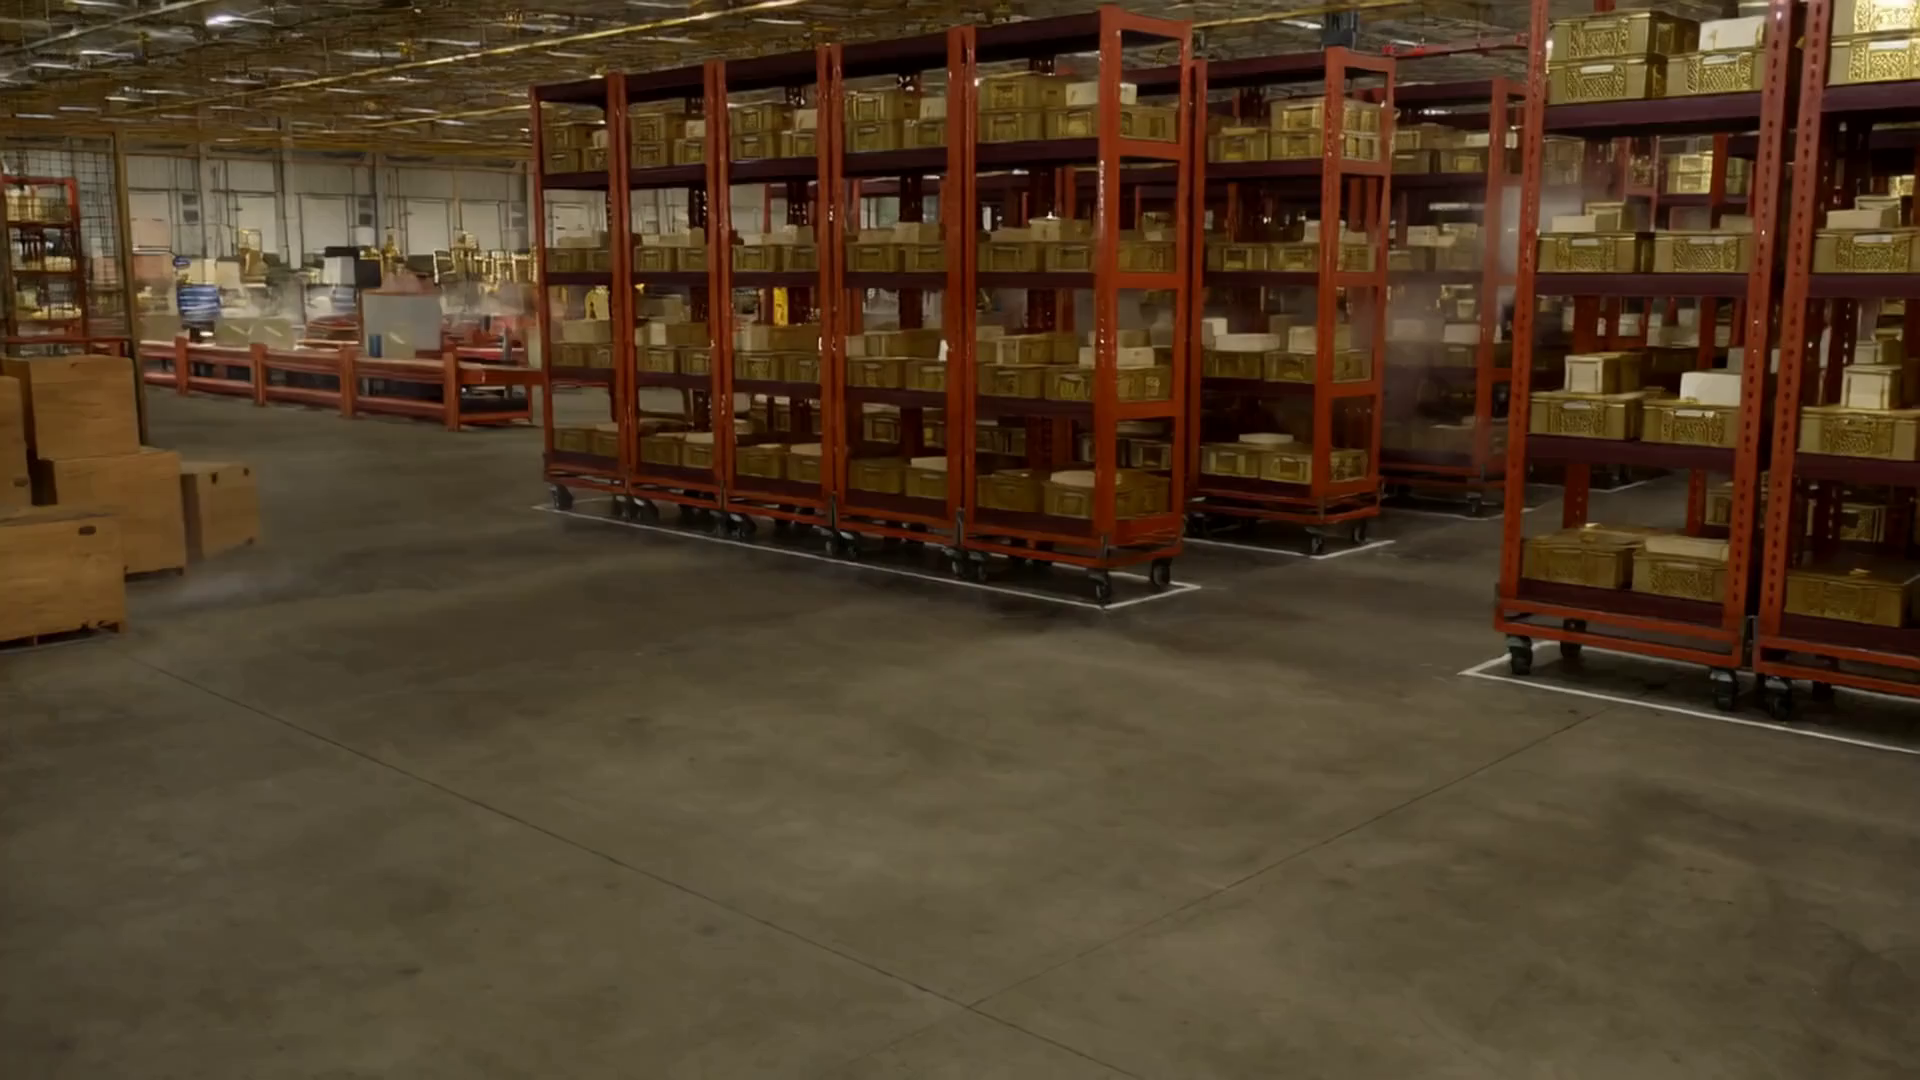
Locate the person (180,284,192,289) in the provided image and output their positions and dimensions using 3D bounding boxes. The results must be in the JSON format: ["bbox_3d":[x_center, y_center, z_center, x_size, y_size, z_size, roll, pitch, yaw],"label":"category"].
[{"bbox_3d":[-37.750,-12.103,81.095,0.586,1.917,0.381,1,9,7],"label":"person"}]

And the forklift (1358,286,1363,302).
[{"bbox_3d":[11.100,-7.017,46.970,1.873,2.768,1.129,9,13,43],"label":"forklift"}]

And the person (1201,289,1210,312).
[{"bbox_3d":[4.075,-3.265,27.482,0.531,1.733,0.838,9,13,43],"label":"person"}]

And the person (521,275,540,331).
[{"bbox_3d":[-11.015,-5.890,43.062,0.578,1.896,0.725,-9,13,-44],"label":"person"}]

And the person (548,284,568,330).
[{"bbox_3d":[-9.059,-5.074,37.616,0.607,2.044,0.372,7,11,35],"label":"person"}]

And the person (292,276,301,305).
[{"bbox_3d":[-23.776,-8.531,59.466,0.941,1.836,0.529,-4,10,-23],"label":"person"}]

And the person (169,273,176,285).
[{"bbox_3d":[-41.137,-12.993,86.788,0.566,1.839,0.784,9,13,44],"label":"person"}]

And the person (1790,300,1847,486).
[{"bbox_3d":[7.259,-1.157,14.272,0.780,1.817,0.593,-8,12,-39],"label":"person"}]

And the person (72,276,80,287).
[{"bbox_3d":[-35.342,-9.733,66.719,0.602,1.861,0.663,1,9,5],"label":"person"}]

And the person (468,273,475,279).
[{"bbox_3d":[-17.200,-8.443,58.641,0.542,1.928,0.403,-6,11,-32],"label":"person"}]

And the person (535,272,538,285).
[{"bbox_3d":[-25.181,-15.050,99.242,0.627,1.882,0.437,-3,10,-19],"label":"person"}]

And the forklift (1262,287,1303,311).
[{"bbox_3d":[10.769,-8.203,54.240,1.129,2.768,1.873,8,12,42],"label":"forklift"}]

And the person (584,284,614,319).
[{"bbox_3d":[-7.065,-4.209,32.780,0.395,1.900,0.645,9,13,43],"label":"person"}]

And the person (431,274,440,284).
[{"bbox_3d":[-28.126,-13.406,89.358,0.637,1.834,0.522,6,11,31],"label":"person"}]

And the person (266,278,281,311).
[{"bbox_3d":[-25.414,-8.817,61.589,0.503,1.710,0.839,-4,10,-24],"label":"person"}]

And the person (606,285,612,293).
[{"bbox_3d":[-12.844,-8.599,60.610,0.581,1.585,0.863,5,10,27],"label":"person"}]

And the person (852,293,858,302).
[{"bbox_3d":[-4.715,-10.995,74.978,0.541,1.695,0.316,6,11,32],"label":"person"}]
